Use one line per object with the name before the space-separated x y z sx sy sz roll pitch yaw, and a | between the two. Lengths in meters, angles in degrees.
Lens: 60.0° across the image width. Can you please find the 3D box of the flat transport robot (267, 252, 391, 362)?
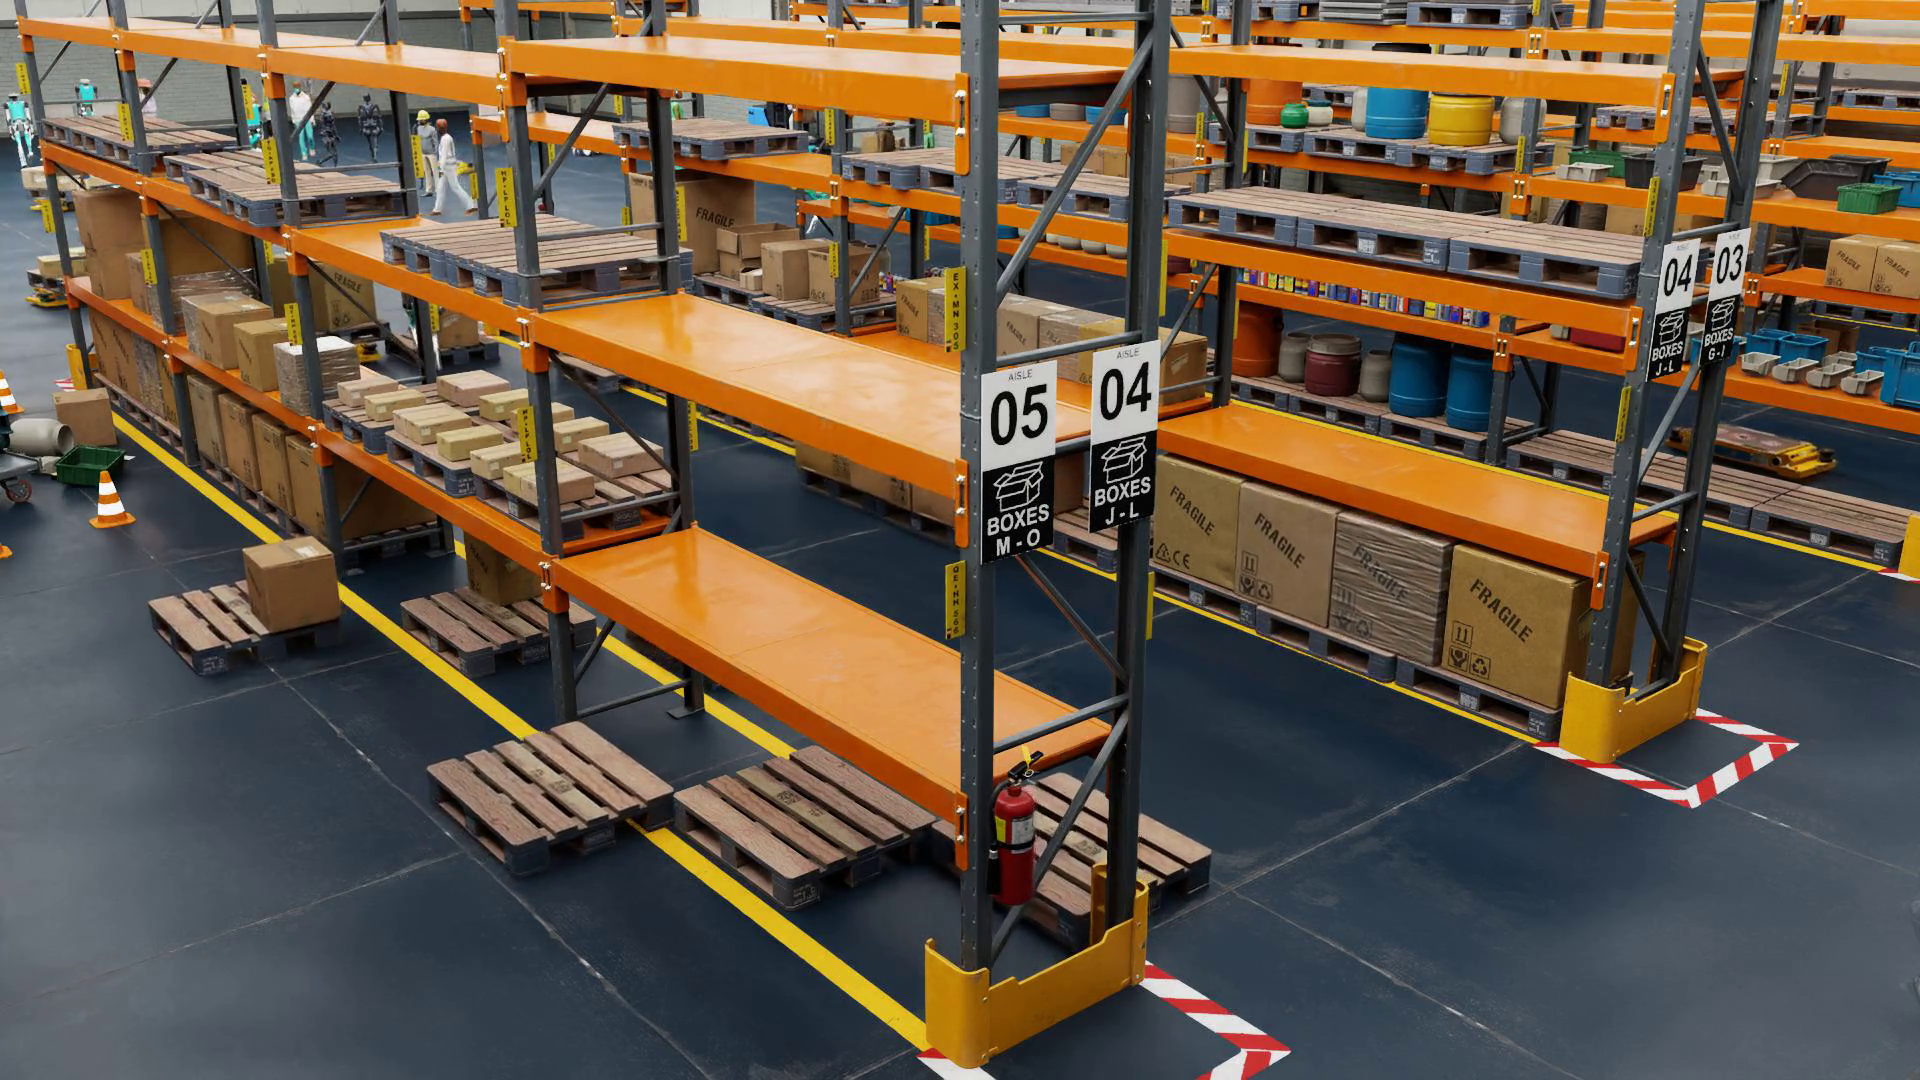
flat transport robot | -7.877 -2.400 20.767 0.659 0.231 1.431 -18 26 -41

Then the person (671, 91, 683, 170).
person | -6.476 -9.404 38.128 0.405 1.978 0.482 -5 20 -15

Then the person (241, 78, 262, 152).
person | -18.065 -10.786 42.260 0.794 1.843 0.410 8 21 20

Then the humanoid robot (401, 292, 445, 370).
humanoid robot | -6.433 -2.833 19.914 0.543 1.863 0.754 -9 21 -25

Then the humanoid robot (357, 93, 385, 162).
humanoid robot | -14.313 -10.027 40.422 0.602 1.622 0.793 -3 20 -8

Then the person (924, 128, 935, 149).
person | -0.677 -7.521 33.133 0.477 1.734 0.317 15 24 36

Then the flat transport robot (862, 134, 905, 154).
flat transport robot | -1.764 -8.258 37.439 1.431 0.231 0.659 2 20 7

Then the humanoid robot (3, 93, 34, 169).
humanoid robot | -21.805 -9.431 38.623 0.558 1.775 0.977 -10 22 -26

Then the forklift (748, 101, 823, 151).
forklift | -4.526 -11.368 42.374 1.129 2.768 1.873 -15 24 -37

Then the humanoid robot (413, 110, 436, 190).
humanoid robot | -11.433 -8.348 35.550 0.315 1.657 0.600 13 23 32

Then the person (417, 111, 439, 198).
person | -10.990 -7.966 34.358 0.523 1.761 0.325 10 22 26

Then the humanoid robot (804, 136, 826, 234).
humanoid robot | -2.472 -6.390 29.991 0.883 1.816 0.559 -17 25 -39

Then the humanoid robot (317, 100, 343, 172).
humanoid robot | -14.593 -9.311 38.331 0.515 1.643 0.610 3 20 7

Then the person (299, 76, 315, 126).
person | -19.129 -13.031 48.613 0.537 1.860 0.512 15 24 36

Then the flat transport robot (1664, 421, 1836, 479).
flat transport robot | 7.835 -0.906 16.516 0.659 0.231 1.431 -13 23 -33

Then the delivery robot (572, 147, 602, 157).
delivery robot | -9.371 -9.901 41.708 0.783 0.611 0.509 9 21 25

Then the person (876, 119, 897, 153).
person | -1.505 -7.842 34.088 0.897 1.710 0.535 9 21 24

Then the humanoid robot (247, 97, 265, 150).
humanoid robot | -16.290 -9.273 38.131 1.031 1.737 0.551 13 23 33

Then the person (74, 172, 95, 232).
person | -15.860 -6.508 30.033 0.457 1.879 0.540 -11 22 -29

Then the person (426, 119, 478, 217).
person | -9.758 -7.084 31.780 0.959 1.860 0.590 -7 20 -18

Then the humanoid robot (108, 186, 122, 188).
humanoid robot | -12.191 -4.382 24.234 0.569 1.804 0.813 0 19 -1

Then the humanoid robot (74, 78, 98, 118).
humanoid robot | -22.777 -11.181 43.464 0.533 1.739 0.721 -12 22 -30

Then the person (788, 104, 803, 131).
person | -3.596 -8.750 36.413 0.381 1.890 0.557 -6 20 -16

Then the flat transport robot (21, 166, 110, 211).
flat transport robot | -17.669 -6.725 33.075 0.659 0.231 1.431 7 20 18

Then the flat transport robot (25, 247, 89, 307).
flat transport robot | -12.757 -3.620 24.237 0.659 0.231 1.431 16 25 38

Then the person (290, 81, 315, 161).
person | -16.052 -10.245 40.633 0.512 1.899 0.526 -5 20 -13

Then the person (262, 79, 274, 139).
person | -18.550 -11.570 44.708 0.315 1.695 0.540 -11 22 -28

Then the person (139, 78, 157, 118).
person | -19.232 -9.960 39.638 0.626 2.019 0.621 4 20 10

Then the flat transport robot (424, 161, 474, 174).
flat transport robot | -12.022 -8.610 38.440 1.431 0.231 0.659 4 20 11

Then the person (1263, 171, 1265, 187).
person | 4.933 -5.813 28.120 0.572 1.828 0.454 -11 22 -29
